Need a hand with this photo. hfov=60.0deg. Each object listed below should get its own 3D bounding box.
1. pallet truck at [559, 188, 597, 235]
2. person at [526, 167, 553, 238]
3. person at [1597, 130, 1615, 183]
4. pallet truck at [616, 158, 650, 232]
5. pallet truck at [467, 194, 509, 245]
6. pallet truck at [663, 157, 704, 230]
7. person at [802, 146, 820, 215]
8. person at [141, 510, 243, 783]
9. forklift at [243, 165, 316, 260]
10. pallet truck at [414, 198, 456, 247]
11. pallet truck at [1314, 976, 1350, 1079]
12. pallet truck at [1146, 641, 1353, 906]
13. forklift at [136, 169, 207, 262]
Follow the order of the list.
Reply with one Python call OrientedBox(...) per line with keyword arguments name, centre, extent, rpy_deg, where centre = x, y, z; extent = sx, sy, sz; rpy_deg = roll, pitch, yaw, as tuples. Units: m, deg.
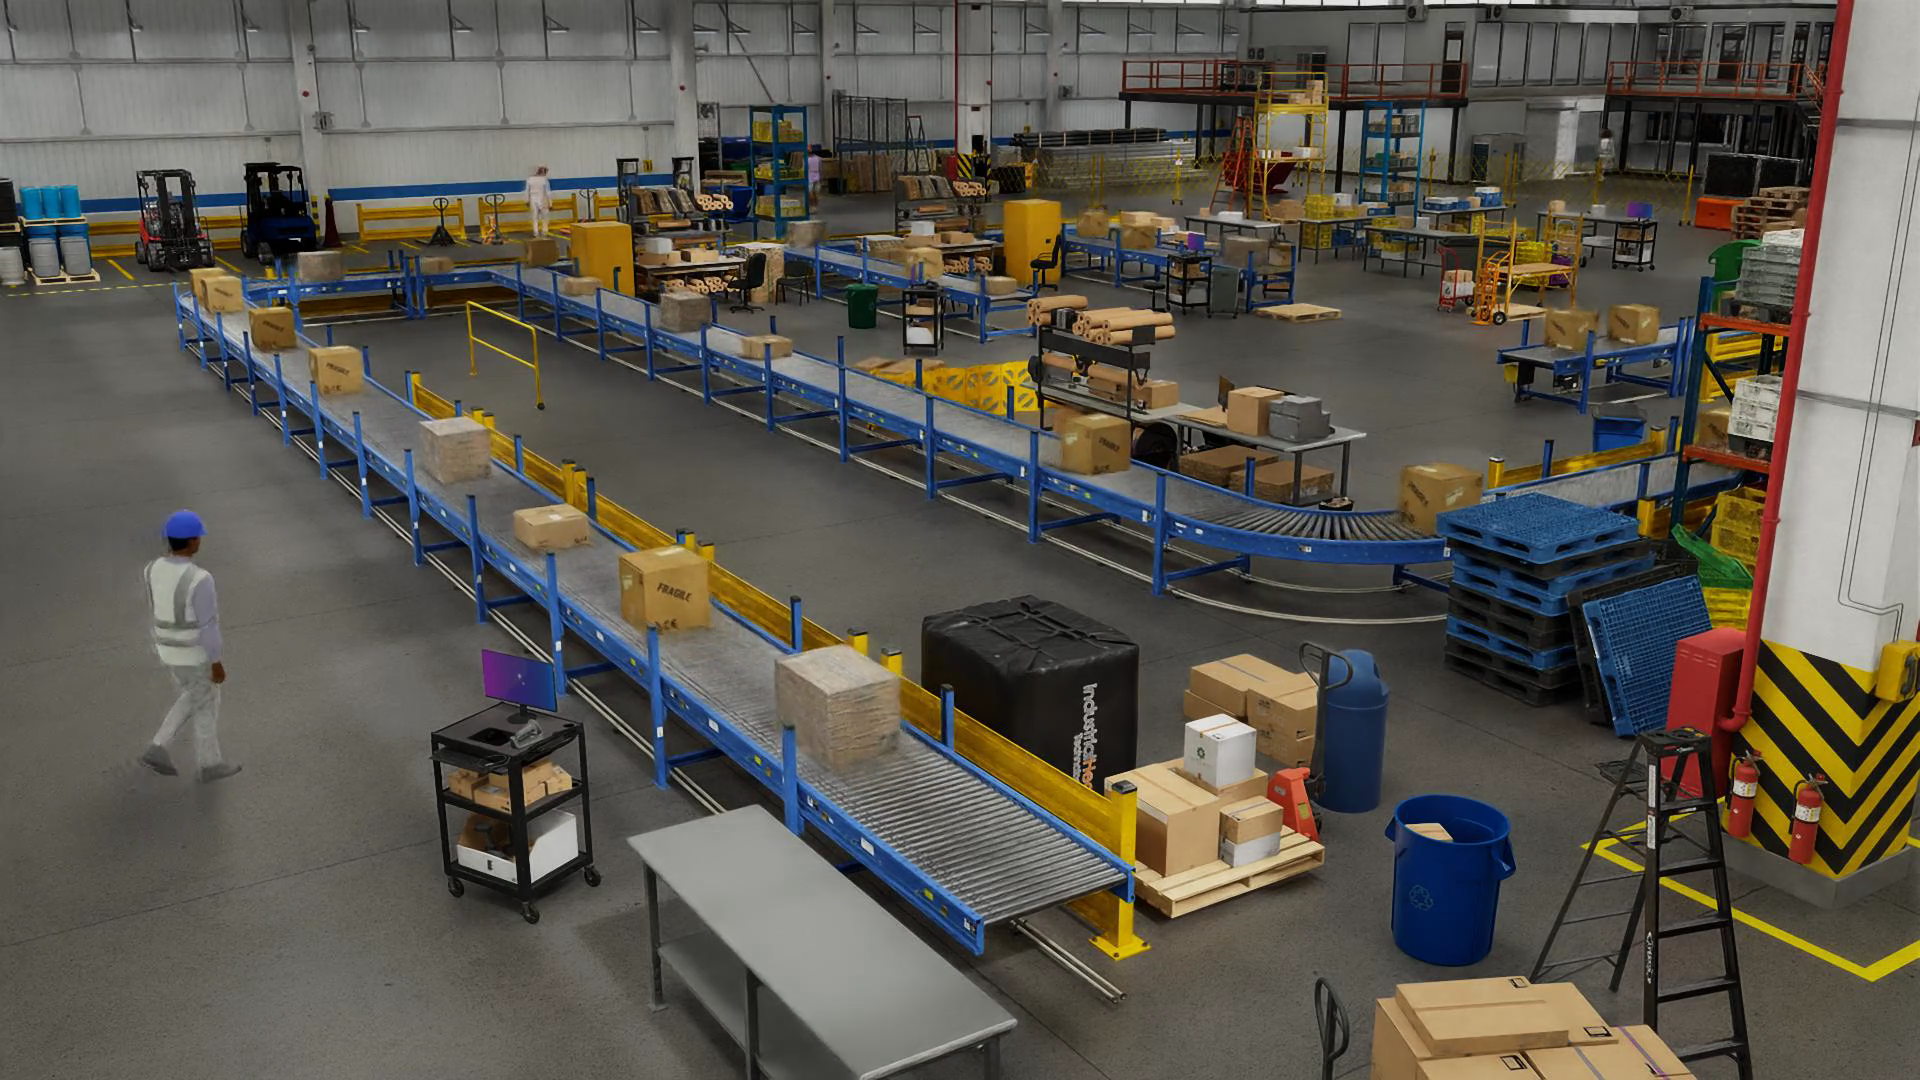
OrientedBox(name="pallet truck", centre=(-10.010, -8.652, 43.699), extent=(0.653, 1.274, 1.630), rpy_deg=(-10, 20, -31))
OrientedBox(name="person", centre=(-10.800, -8.641, 42.716), extent=(0.752, 1.864, 0.398), rpy_deg=(4, 17, 14))
OrientedBox(name="person", centre=(23.222, -13.758, 59.734), extent=(0.755, 1.855, 0.571), rpy_deg=(-12, 21, -35))
OrientedBox(name="pallet truck", centre=(-8.918, -9.176, 44.255), extent=(0.823, 1.965, 1.885), rpy_deg=(-9, 19, -27))
OrientedBox(name="pallet truck", centre=(-11.983, -8.177, 42.137), extent=(0.704, 1.261, 1.522), rpy_deg=(-11, 20, -33))
OrientedBox(name="pallet truck", centre=(-7.586, -9.308, 44.692), extent=(0.823, 1.965, 1.885), rpy_deg=(-11, 20, -33))
OrientedBox(name="person", centre=(-4.342, -10.590, 48.974), extent=(0.530, 1.996, 0.724), rpy_deg=(13, 21, 37))
OrientedBox(name="person", centre=(-5.265, 0.759, 11.320), extent=(0.638, 1.922, 0.590), rpy_deg=(11, 20, 31))
OrientedBox(name="forklift", centre=(-15.898, -7.669, 38.708), extent=(1.157, 1.987, 2.680), rpy_deg=(-11, 20, -33))
OrientedBox(name="pallet truck", centre=(-13.250, -8.060, 41.856), extent=(0.680, 1.201, 1.601), rpy_deg=(-10, 20, -31))
OrientedBox(name="pallet truck", centre=(2.299, 2.390, 7.086), extent=(1.601, 1.201, 0.680), rpy_deg=(-2, 17, -7))
OrientedBox(name="pallet truck", centre=(1.664, 1.407, 10.232), extent=(1.630, 1.274, 0.653), rpy_deg=(-10, 20, -31))
OrientedBox(name="forklift", centre=(-17.842, -7.318, 37.559), extent=(1.157, 1.987, 2.680), rpy_deg=(-10, 20, -31))
